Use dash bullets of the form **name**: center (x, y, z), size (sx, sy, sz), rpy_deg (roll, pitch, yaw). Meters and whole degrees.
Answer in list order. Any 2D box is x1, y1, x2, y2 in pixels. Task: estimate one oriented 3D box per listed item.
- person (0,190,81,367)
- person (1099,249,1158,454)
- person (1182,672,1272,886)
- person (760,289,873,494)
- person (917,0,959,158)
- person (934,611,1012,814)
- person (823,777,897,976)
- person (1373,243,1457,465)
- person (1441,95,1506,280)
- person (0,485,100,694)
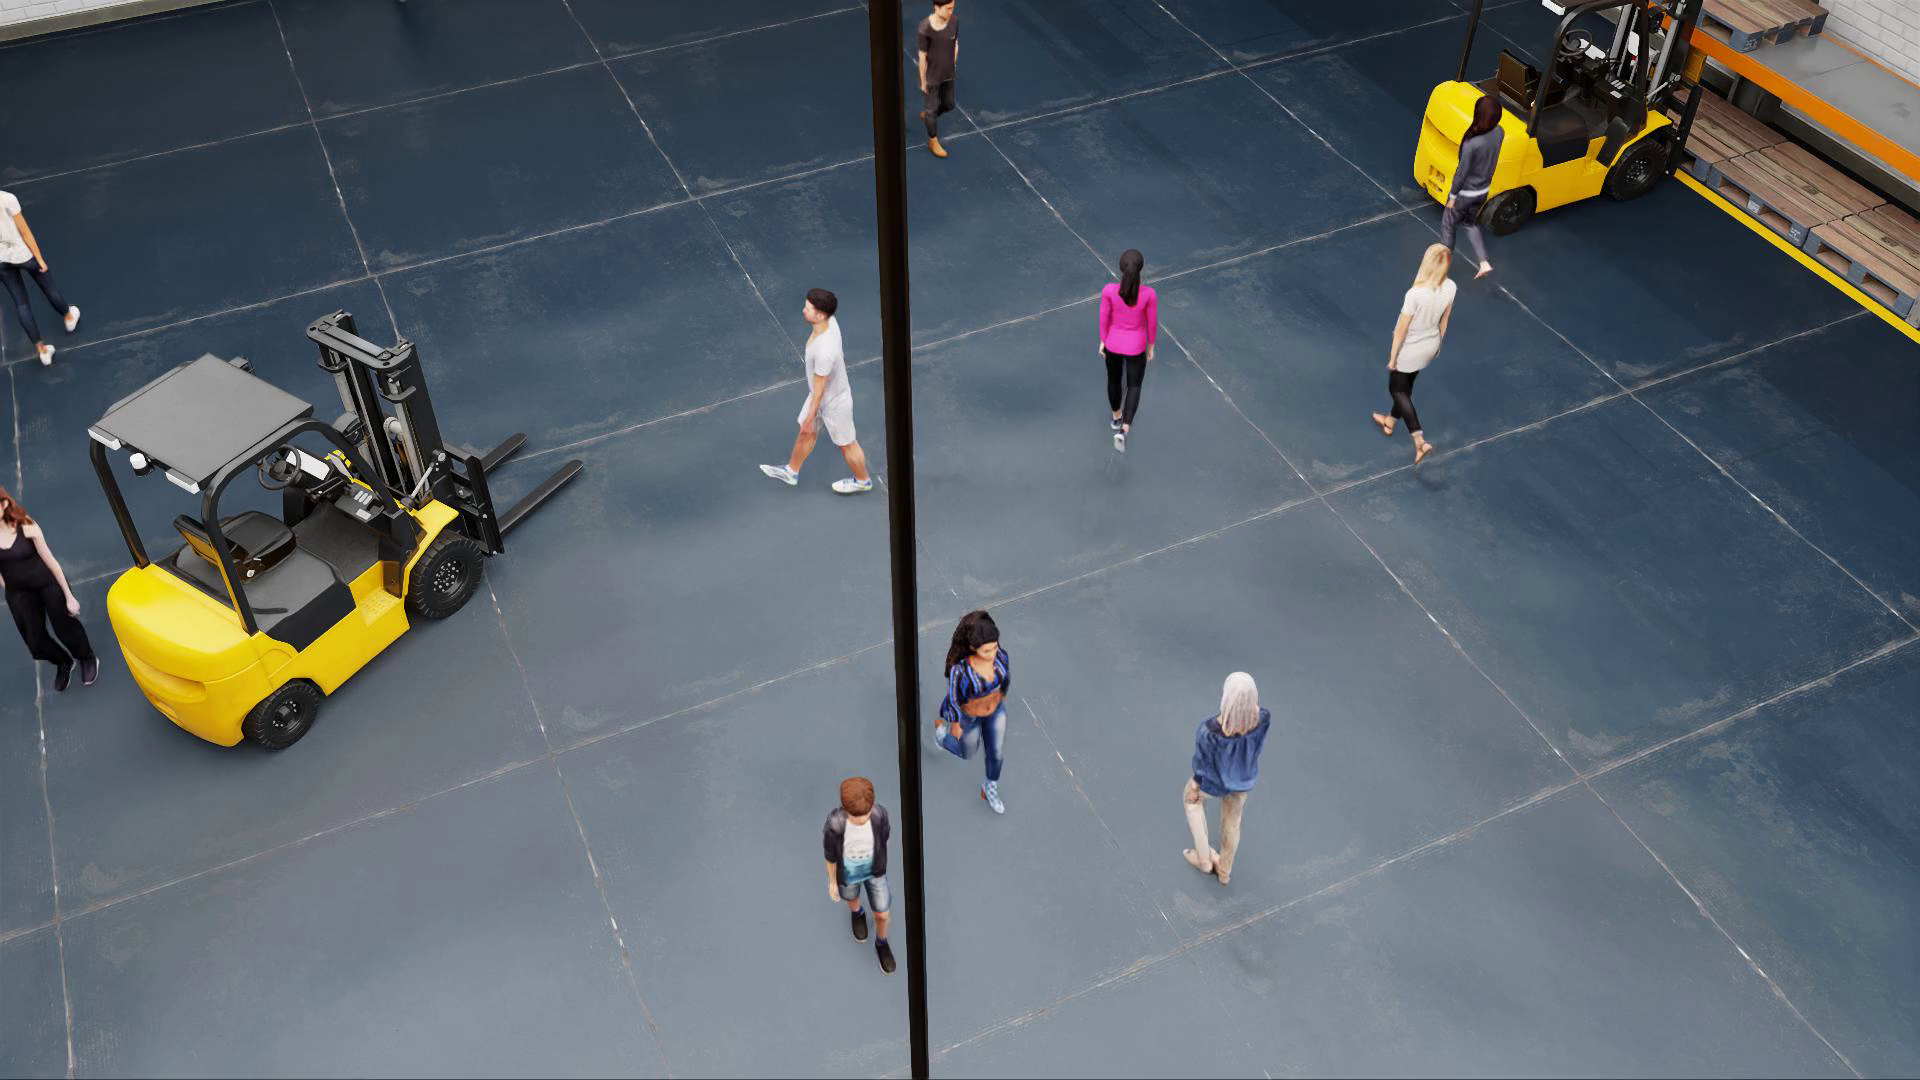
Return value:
- **person**: center (-7.583, -2.195, 13.317), size (0.776, 1.781, 1.043), rpy_deg (-7, 44, -8)
- **person**: center (1.244, -1.407, 12.567), size (0.924, 1.684, 1.048), rpy_deg (8, 44, 8)
- **person**: center (1.557, 1.445, 9.572), size (0.635, 1.685, 0.622), rpy_deg (-14, 45, -15)
- **person**: center (-0.849, -1.033, 12.066), size (1.016, 1.823, 1.126), rpy_deg (-3, 44, -3)
- **person**: center (-0.287, -4.481, 15.784), size (0.703, 1.687, 0.850), rpy_deg (-26, 49, -25)
- **person**: center (0.072, 1.005, 10.087), size (0.707, 1.601, 0.927), rpy_deg (-25, 49, -24)
- **person**: center (-0.583, 1.791, 9.388), size (0.634, 1.428, 0.785), rpy_deg (-7, 44, -8)
- **person**: center (3.455, -1.371, 12.432), size (0.628, 1.809, 1.015), rpy_deg (-15, 46, -16)
- **person**: center (4.389, -2.937, 14.110), size (0.676, 1.761, 0.883), rpy_deg (-23, 48, -23)
- **person**: center (-5.958, 0.245, 10.788), size (0.645, 1.734, 0.681), rpy_deg (-11, 45, -11)
